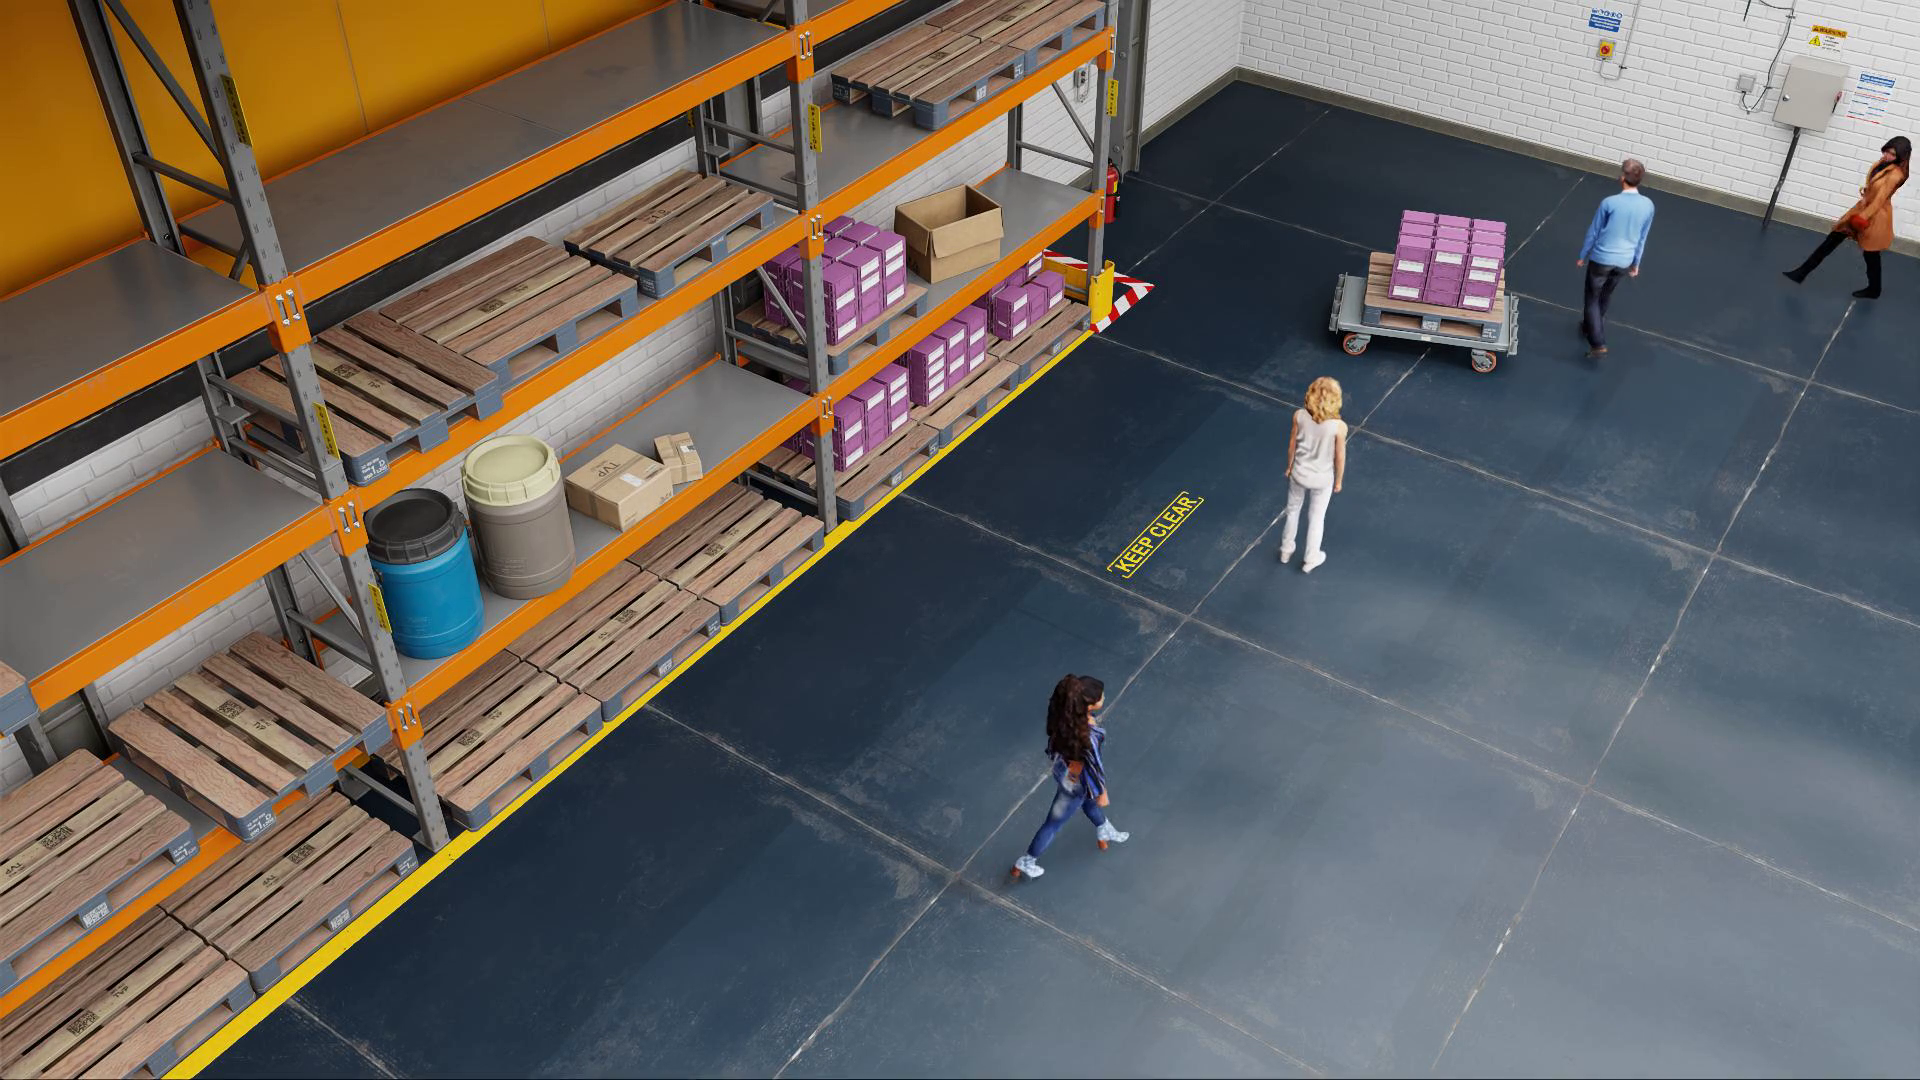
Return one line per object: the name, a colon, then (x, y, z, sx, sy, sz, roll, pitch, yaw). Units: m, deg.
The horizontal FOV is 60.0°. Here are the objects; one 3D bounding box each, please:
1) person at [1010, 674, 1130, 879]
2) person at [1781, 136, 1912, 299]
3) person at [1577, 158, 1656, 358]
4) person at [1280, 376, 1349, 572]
person: (0.615, 1.465, 9.992, 1.152, 1.575, 1.007, -13, 40, -15)
person: (8.519, -2.922, 15.407, 1.092, 1.673, 1.170, 6, 39, 8)
person: (5.783, -2.454, 14.734, 1.034, 1.782, 1.173, -1, 39, -1)
person: (2.616, -0.498, 12.374, 0.593, 1.671, 0.536, 22, 43, 25)
